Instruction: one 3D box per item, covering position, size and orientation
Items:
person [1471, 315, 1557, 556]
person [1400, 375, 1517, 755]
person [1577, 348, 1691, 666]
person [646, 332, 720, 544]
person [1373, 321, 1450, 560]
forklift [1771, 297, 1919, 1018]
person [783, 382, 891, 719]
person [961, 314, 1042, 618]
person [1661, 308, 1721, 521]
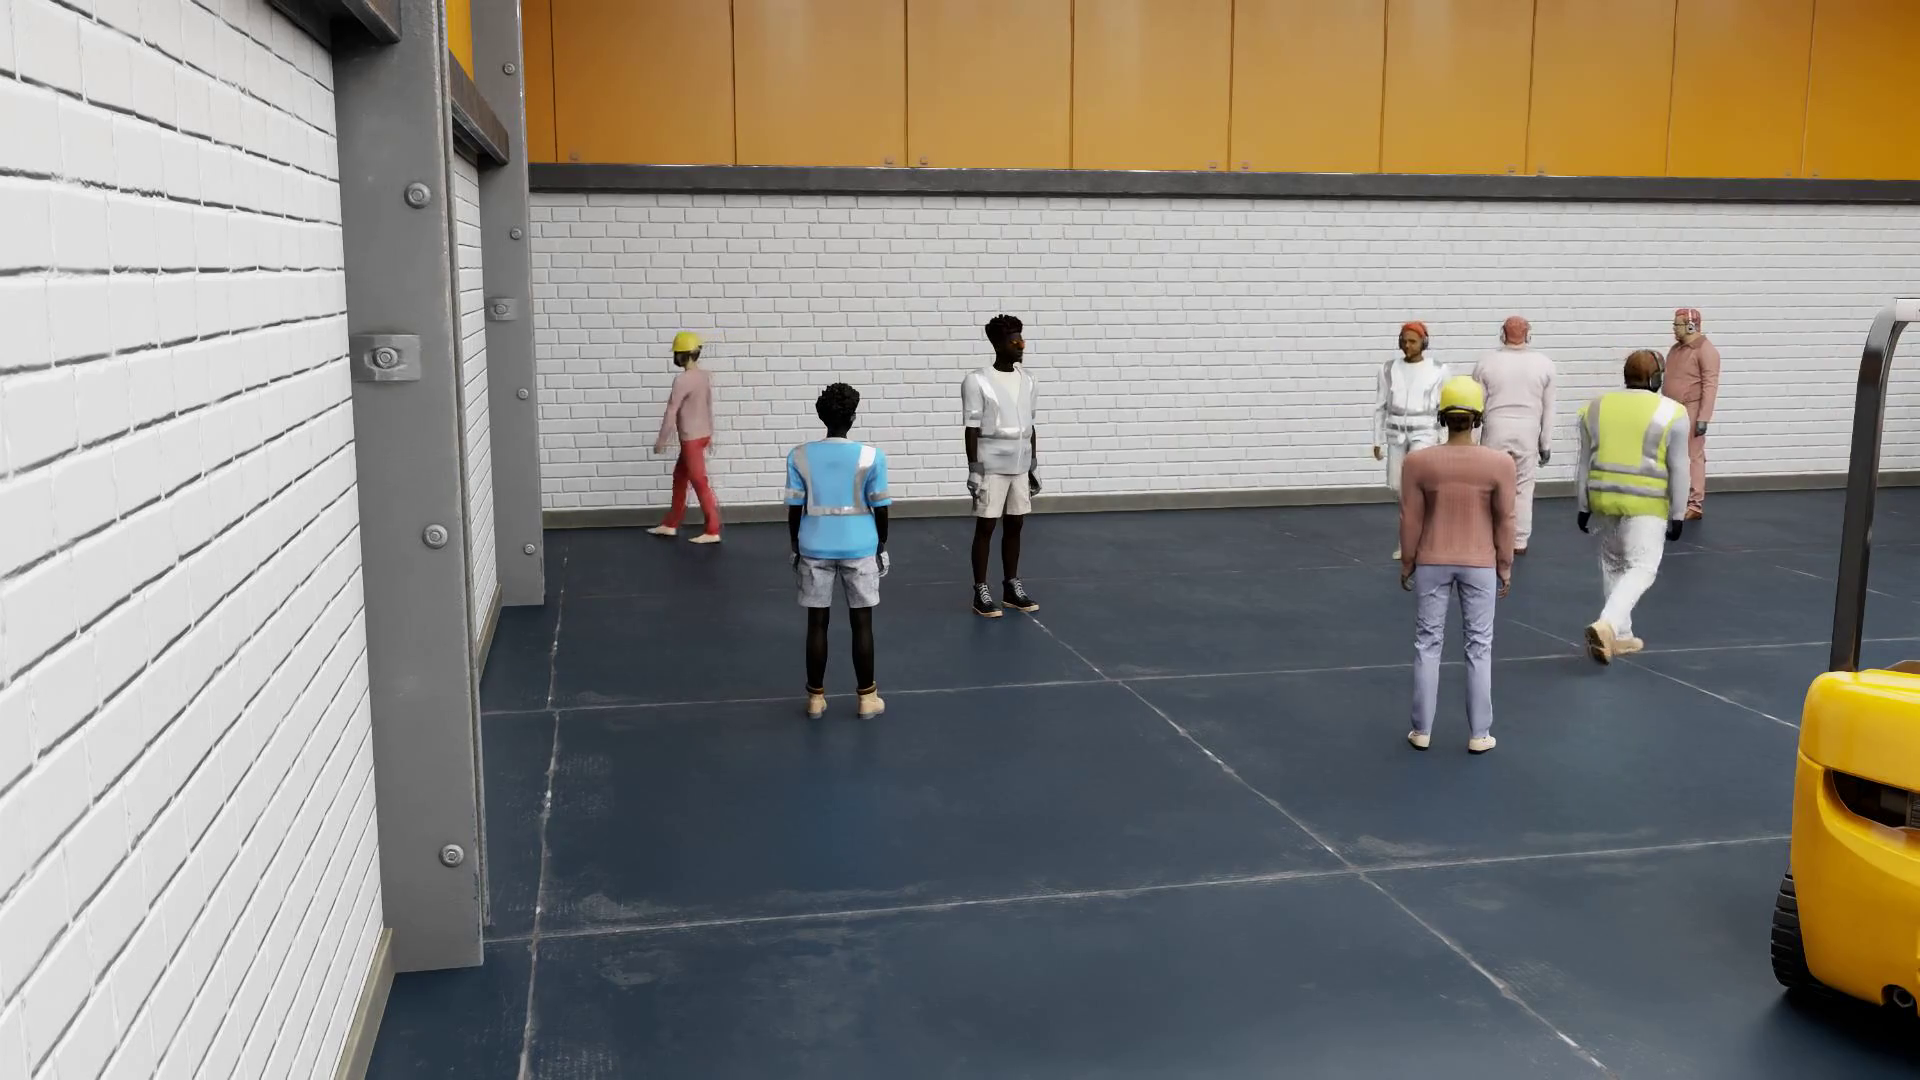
[{"bbox_3d":[4.306,-0.804,13.035,0.672,1.914,0.442,2,10,12],"label":"person"},{"bbox_3d":[2.313,0.122,7.763,0.522,1.772,0.303,3,10,19],"label":"person"},{"bbox_3d":[3.794,-0.181,9.492,0.801,1.819,0.638,-8,12,-41],"label":"person"},{"bbox_3d":[-2.323,-0.827,13.664,0.796,1.735,0.532,2,10,12],"label":"person"},{"bbox_3d":[3.575,-0.804,13.152,0.584,1.862,0.822,6,11,31],"label":"person"},{"bbox_3d":[3.542,0.334,5.177,2.313,2.155,1.214,-9,13,-43],"label":"forklift"},{"bbox_3d":[-0.607,0.060,8.355,0.540,1.695,0.317,1,9,6],"label":"person"},{"bbox_3d":[0.285,-0.486,10.867,0.607,1.966,0.367,-7,12,-38],"label":"person"},{"bbox_3d":[6.506,-1.125,14.961,0.399,1.903,0.643,-1,9,-9],"label":"person"}]
